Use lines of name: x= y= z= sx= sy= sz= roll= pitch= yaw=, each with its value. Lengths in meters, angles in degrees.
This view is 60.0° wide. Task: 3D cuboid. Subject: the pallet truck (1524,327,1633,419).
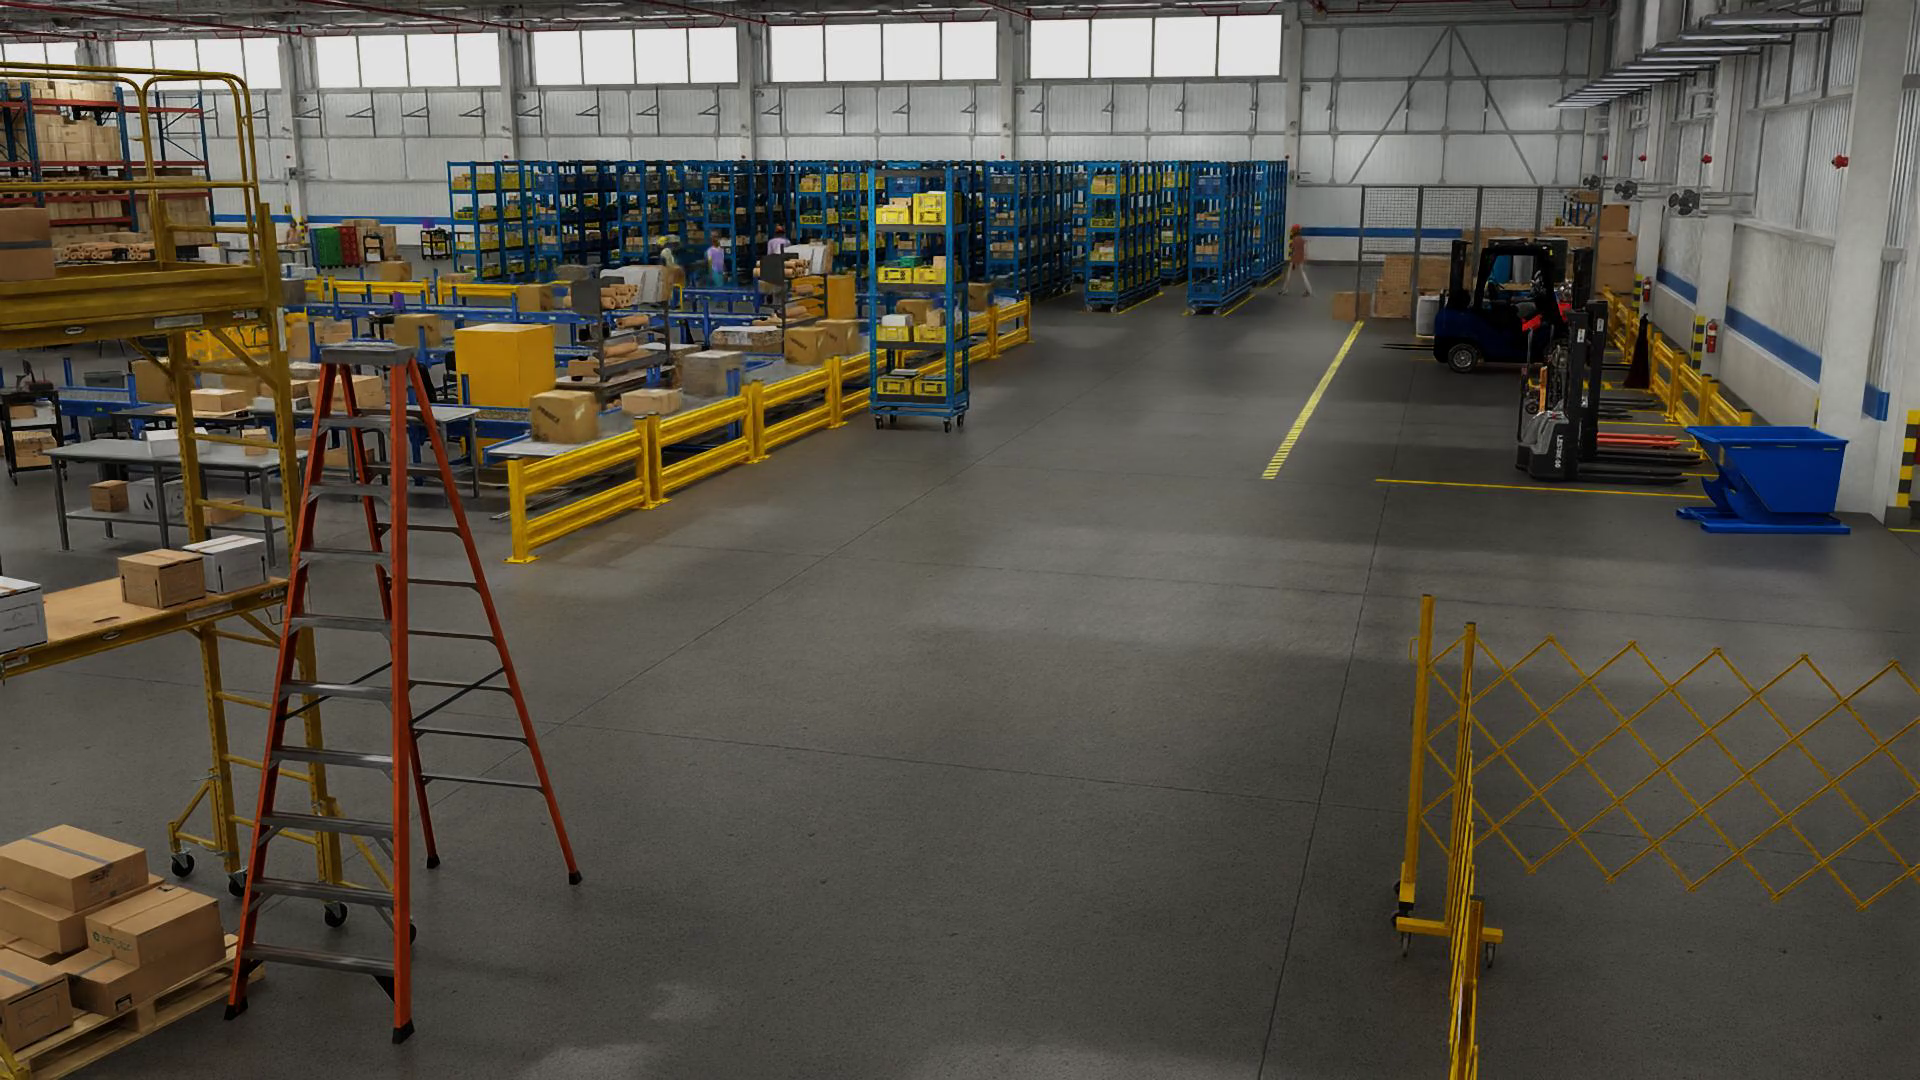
pallet truck: x=9.065 y=-2.460 z=24.370 sx=1.522 sy=1.261 sz=0.704 roll=3 pitch=13 yaw=14

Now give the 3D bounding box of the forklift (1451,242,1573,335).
forklift: x=10.464 y=-4.597 z=31.405 sx=2.680 sy=1.987 sz=1.157 roll=4 pitch=14 yaw=16

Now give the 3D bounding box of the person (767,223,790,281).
person: x=-4.685 y=-7.176 z=43.121 sx=0.625 sy=2.031 sz=0.554 roll=1 pitch=13 yaw=5

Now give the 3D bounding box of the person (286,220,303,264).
person: x=-22.368 y=-9.932 z=55.902 sx=0.526 sy=1.625 sz=0.531 roll=-8 pitch=15 yaw=-31

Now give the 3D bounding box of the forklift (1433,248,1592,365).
forklift: x=9.780 y=-4.111 z=29.280 sx=2.680 sy=1.987 sz=1.157 roll=3 pitch=13 yaw=14

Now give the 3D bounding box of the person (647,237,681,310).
person: x=-7.341 y=-6.585 z=41.113 sx=0.903 sy=1.786 sz=0.594 roll=0 pitch=13 yaw=1

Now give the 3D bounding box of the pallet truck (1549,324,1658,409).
pallet truck: x=9.824 y=-2.669 z=25.407 sx=1.601 sy=1.201 sz=0.680 roll=4 pitch=14 yaw=16

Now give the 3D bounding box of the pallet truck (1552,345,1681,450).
pallet truck: x=8.641 y=-1.896 z=21.908 sx=1.630 sy=1.274 sz=0.653 roll=4 pitch=14 yaw=16

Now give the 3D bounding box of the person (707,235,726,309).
person: x=-6.115 y=-6.694 z=41.491 sx=0.655 sy=1.831 sz=0.569 roll=8 pitch=15 yaw=30

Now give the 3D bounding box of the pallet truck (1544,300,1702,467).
pallet truck: x=8.263 y=-1.952 z=20.631 sx=1.885 sy=1.965 sz=0.823 roll=5 pitch=14 yaw=20

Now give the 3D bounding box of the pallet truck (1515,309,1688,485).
pallet truck: x=7.554 y=-1.677 z=19.446 sx=1.885 sy=1.965 sz=0.823 roll=3 pitch=13 yaw=14

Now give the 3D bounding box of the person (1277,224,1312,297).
person: x=9.107 y=-7.536 z=44.903 sx=0.622 sy=1.951 sz=1.054 roll=-12 pitch=17 yaw=-41
